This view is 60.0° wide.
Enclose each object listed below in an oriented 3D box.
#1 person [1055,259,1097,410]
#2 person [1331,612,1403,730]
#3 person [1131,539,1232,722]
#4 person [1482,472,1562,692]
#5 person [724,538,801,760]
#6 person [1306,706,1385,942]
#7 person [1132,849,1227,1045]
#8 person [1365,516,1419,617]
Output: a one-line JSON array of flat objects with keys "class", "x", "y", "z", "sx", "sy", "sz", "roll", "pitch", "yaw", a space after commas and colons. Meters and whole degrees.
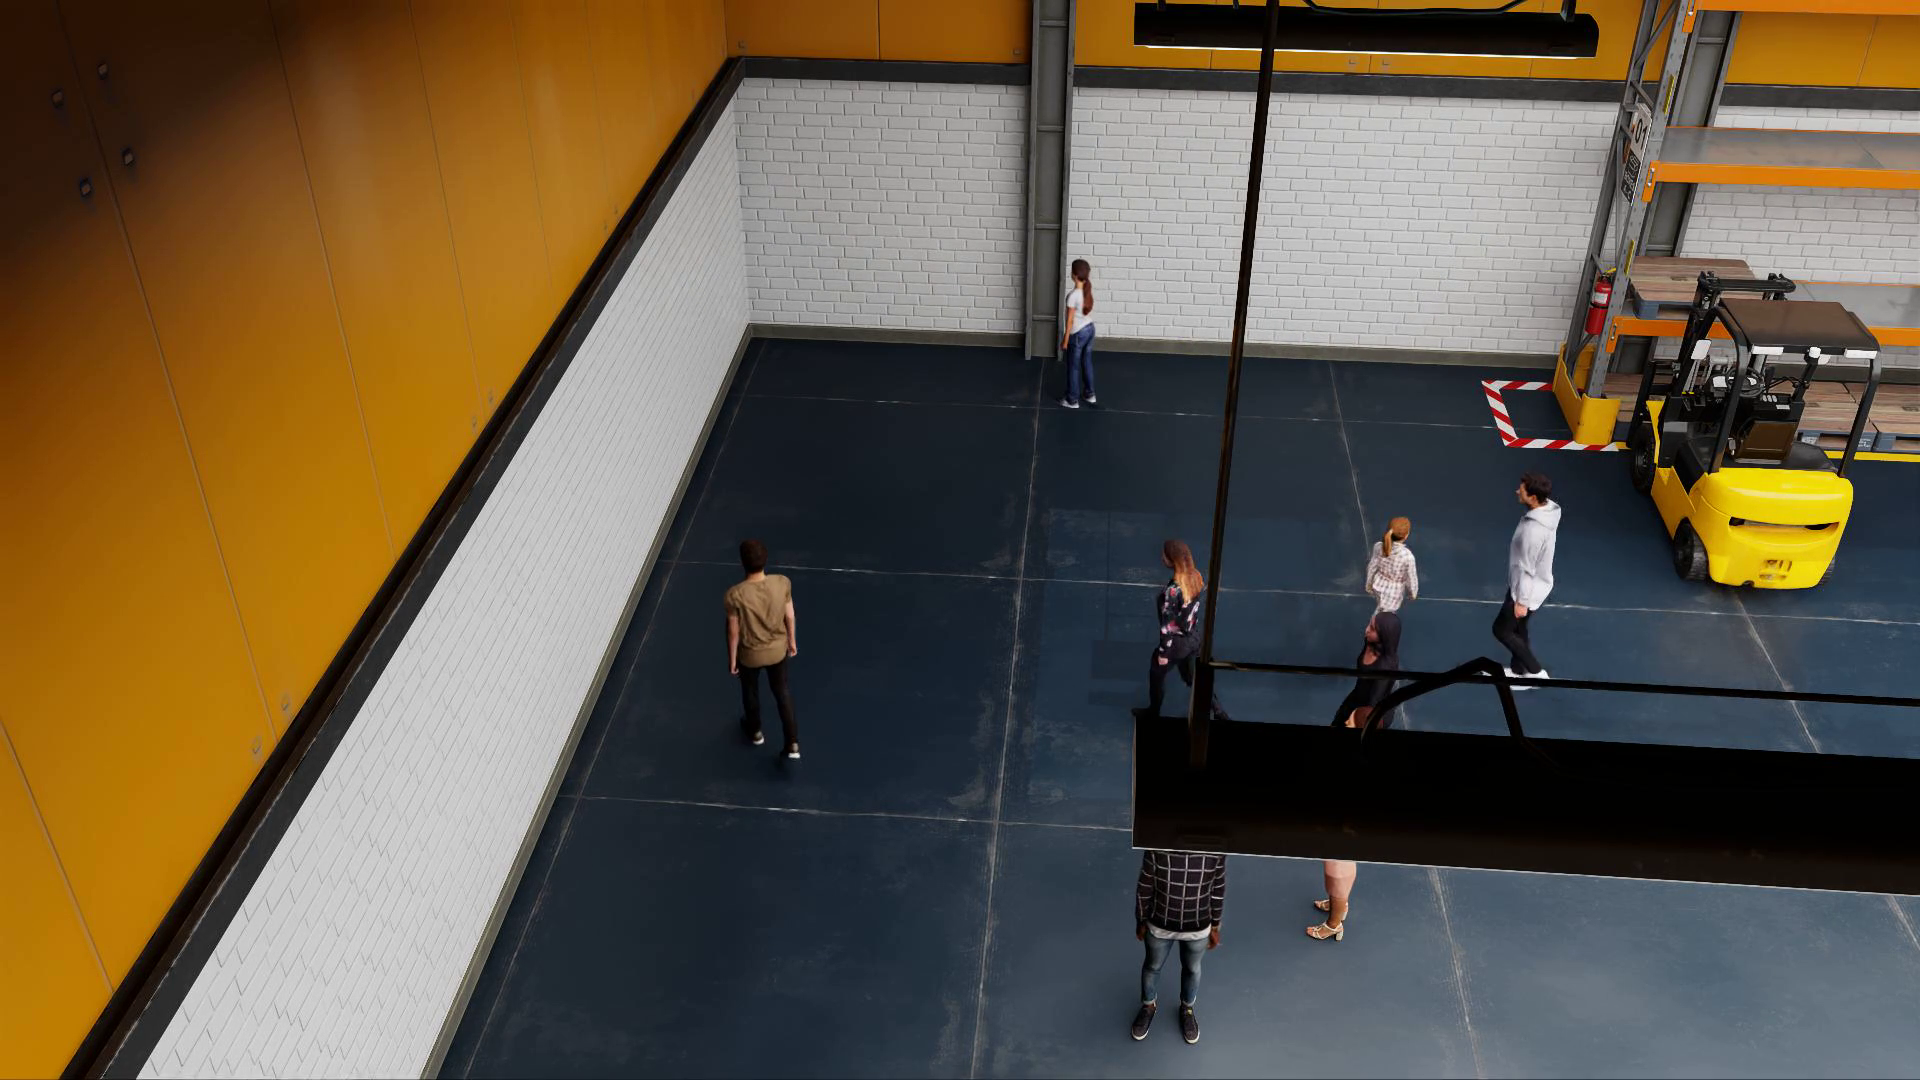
[{"class": "person", "x": 1.183, "y": -2.038, "z": 16.321, "sx": 0.700, "sy": 1.567, "sz": 0.650, "roll": 27, "pitch": 42, "yaw": 34}, {"class": "person", "x": 2.872, "y": 1.199, "z": 11.335, "sx": 0.976, "sy": 1.697, "sz": 0.704, "roll": -1, "pitch": 34, "yaw": -2}, {"class": "person", "x": 1.668, "y": 0.762, "z": 12.037, "sx": 1.127, "sy": 1.647, "sz": 0.973, "roll": 23, "pitch": 40, "yaw": 30}, {"class": "person", "x": 4.319, "y": 0.372, "z": 12.392, "sx": 0.858, "sy": 1.904, "sz": 0.822, "roll": 14, "pitch": 36, "yaw": 20}, {"class": "person", "x": -1.371, "y": 0.817, "z": 11.782, "sx": 1.087, "sy": 1.838, "sz": 1.050, "roll": -15, "pitch": 36, "yaw": -21}, {"class": "person", "x": 2.417, "y": 1.759, "z": 10.370, "sx": 0.614, "sy": 1.832, "sz": 0.639, "roll": 14, "pitch": 36, "yaw": 20}, {"class": "person", "x": 1.280, "y": 2.193, "z": 9.728, "sx": 0.476, "sy": 1.821, "sz": 0.711, "roll": 3, "pitch": 34, "yaw": 5}, {"class": "person", "x": 3.287, "y": 0.408, "z": 12.885, "sx": 0.737, "sy": 1.299, "sz": 0.677, "roll": -26, "pitch": 41, "yaw": -33}]
